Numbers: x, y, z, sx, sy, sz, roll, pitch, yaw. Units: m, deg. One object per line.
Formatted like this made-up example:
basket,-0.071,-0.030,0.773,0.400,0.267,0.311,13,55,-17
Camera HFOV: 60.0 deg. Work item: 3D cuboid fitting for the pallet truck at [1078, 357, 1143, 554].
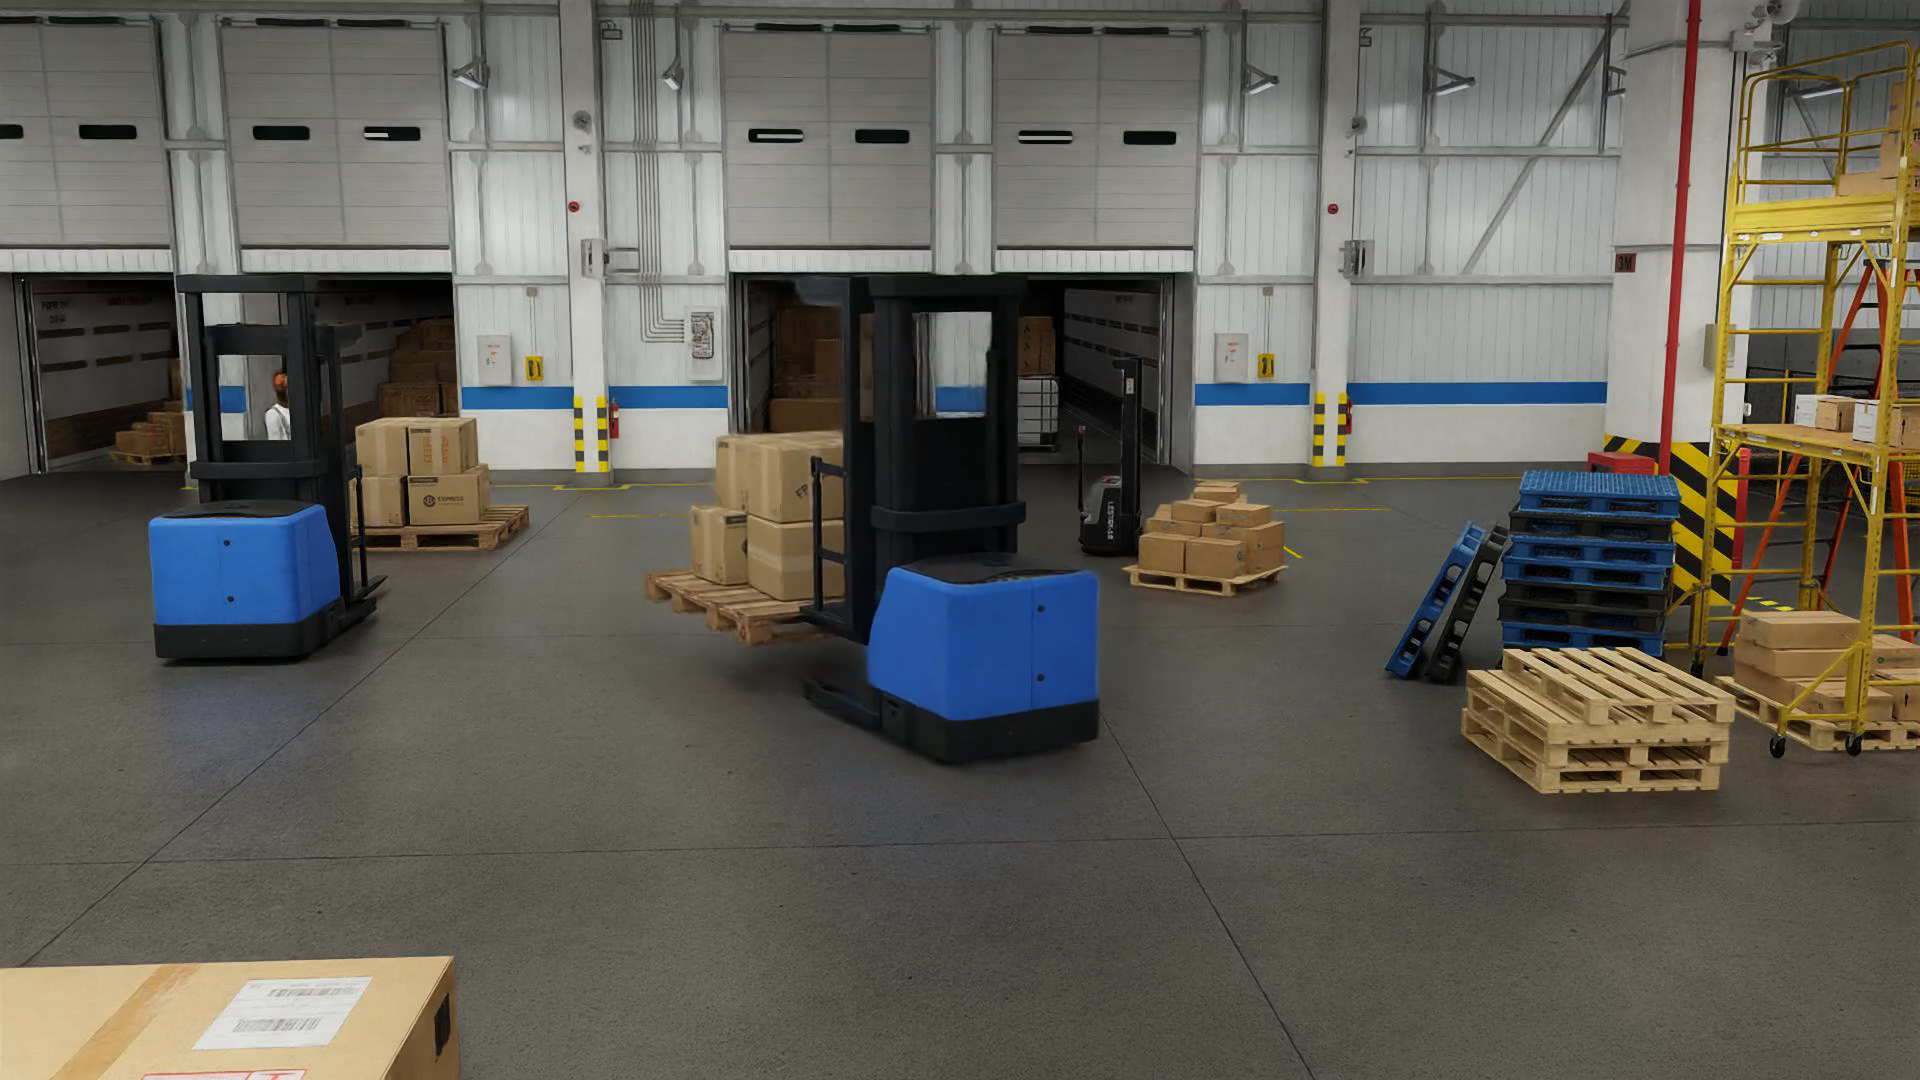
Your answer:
pallet truck,2.088,-0.836,16.757,1.885,1.965,0.823,2,9,13

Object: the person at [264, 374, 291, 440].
person,-6.418,-0.642,15.903,0.355,1.882,0.576,-1,9,-4

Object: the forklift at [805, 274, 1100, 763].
forklift,-0.059,-0.230,10.192,1.129,2.768,1.873,-5,11,-30

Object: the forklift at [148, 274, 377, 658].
forklift,-5.348,-0.627,12.681,1.129,2.768,1.873,-1,9,-4
